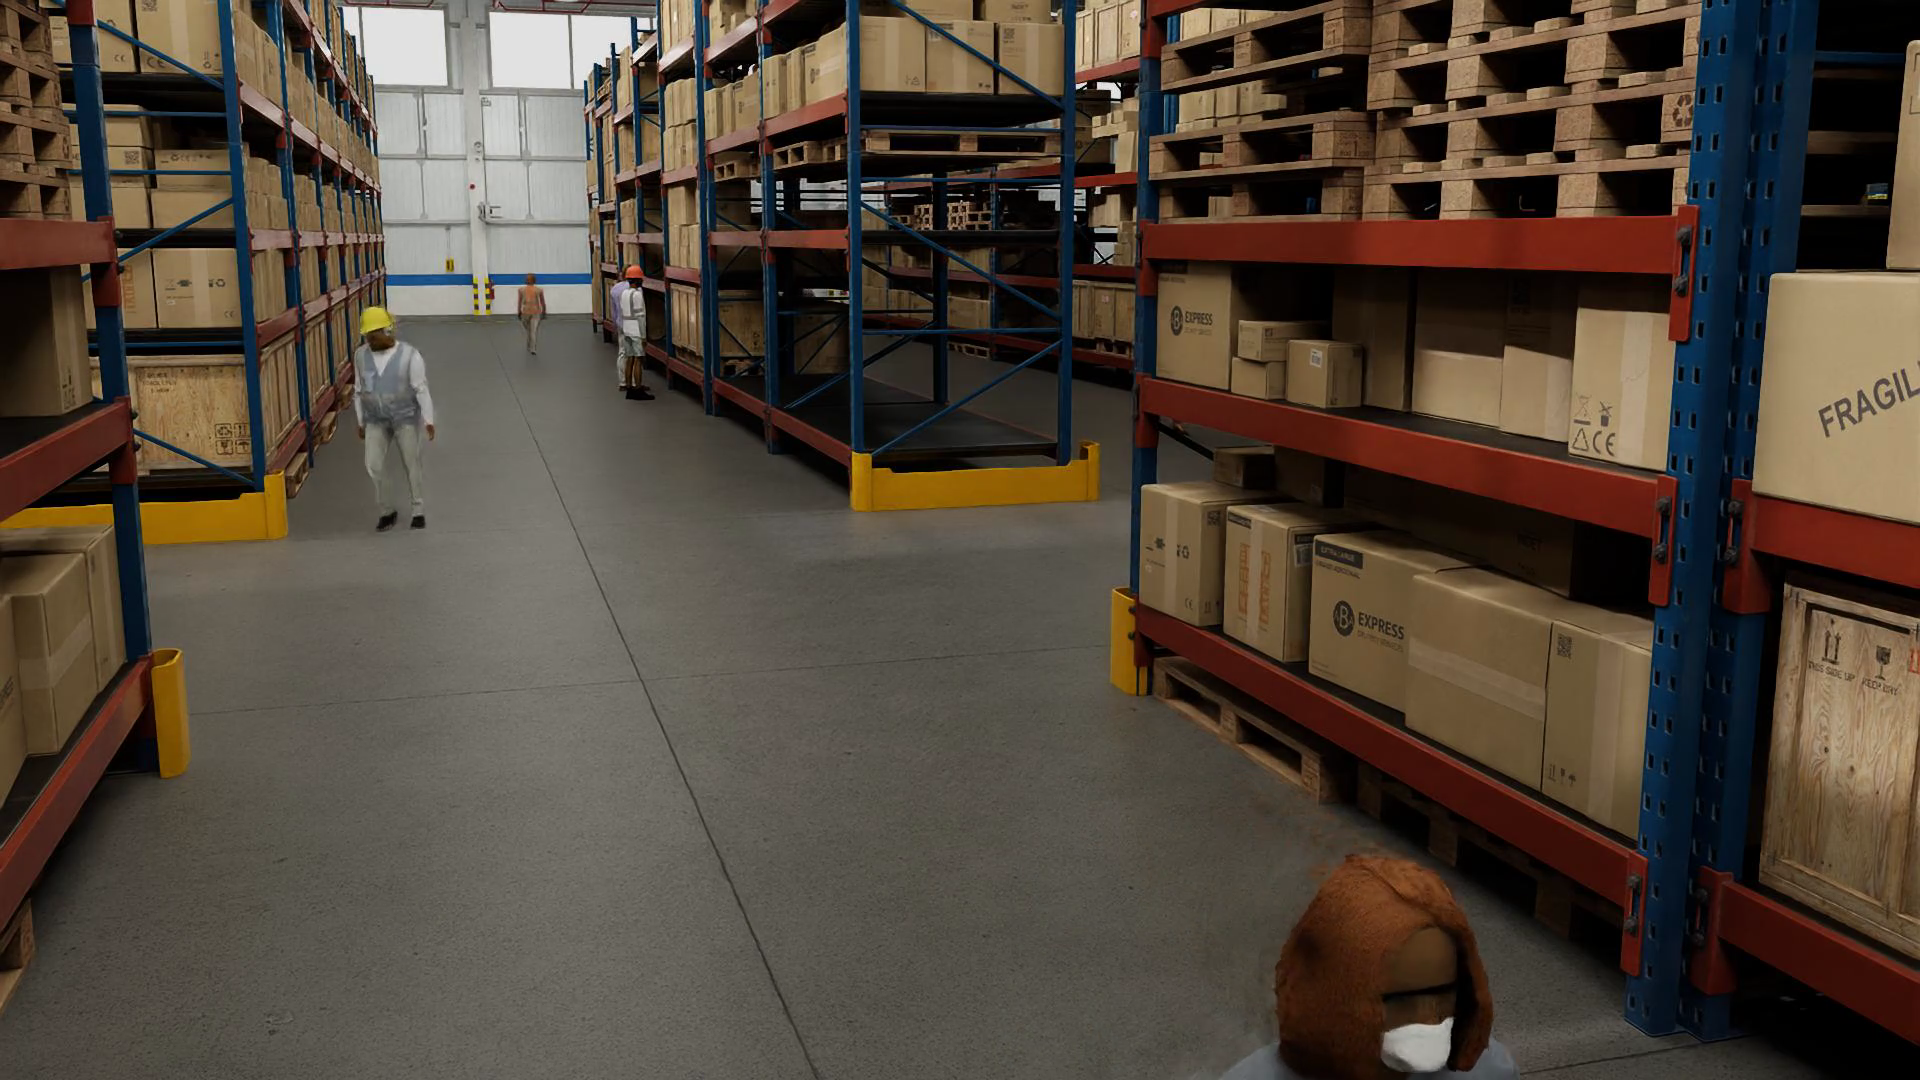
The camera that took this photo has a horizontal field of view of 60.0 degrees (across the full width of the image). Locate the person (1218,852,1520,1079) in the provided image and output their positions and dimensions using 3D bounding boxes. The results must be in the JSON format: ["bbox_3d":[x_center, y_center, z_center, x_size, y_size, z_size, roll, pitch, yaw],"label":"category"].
[{"bbox_3d":[0.503,1.174,2.096,0.510,1.618,0.521,-3,11,-16],"label":"person"}]

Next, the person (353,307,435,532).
[{"bbox_3d":[-4.514,-0.949,13.271,0.697,1.792,0.571,0,10,2],"label":"person"}]

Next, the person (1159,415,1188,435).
[{"bbox_3d":[2.515,-2.187,19.745,0.642,1.905,0.401,-1,10,-8],"label":"person"}]

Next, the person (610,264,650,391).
[{"bbox_3d":[-5.020,-3.216,25.284,0.631,1.940,0.372,6,12,29],"label":"person"}]

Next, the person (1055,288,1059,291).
[{"bbox_3d":[2.213,-5.644,38.729,0.555,1.904,0.960,-2,11,-13],"label":"person"}]

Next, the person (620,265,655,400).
[{"bbox_3d":[-4.672,-2.982,24.000,0.354,1.939,0.544,-9,13,-39],"label":"person"}]

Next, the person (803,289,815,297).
[{"bbox_3d":[-4.089,-6.521,43.505,0.838,1.914,0.614,-6,12,-31],"label":"person"}]

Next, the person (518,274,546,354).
[{"bbox_3d":[-8.629,-4.557,33.569,0.543,1.585,0.872,-2,10,-9],"label":"person"}]

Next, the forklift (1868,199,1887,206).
[{"bbox_3d":[11.338,-2.915,21.052,1.129,2.768,1.873,-3,11,-17],"label":"forklift"}]
